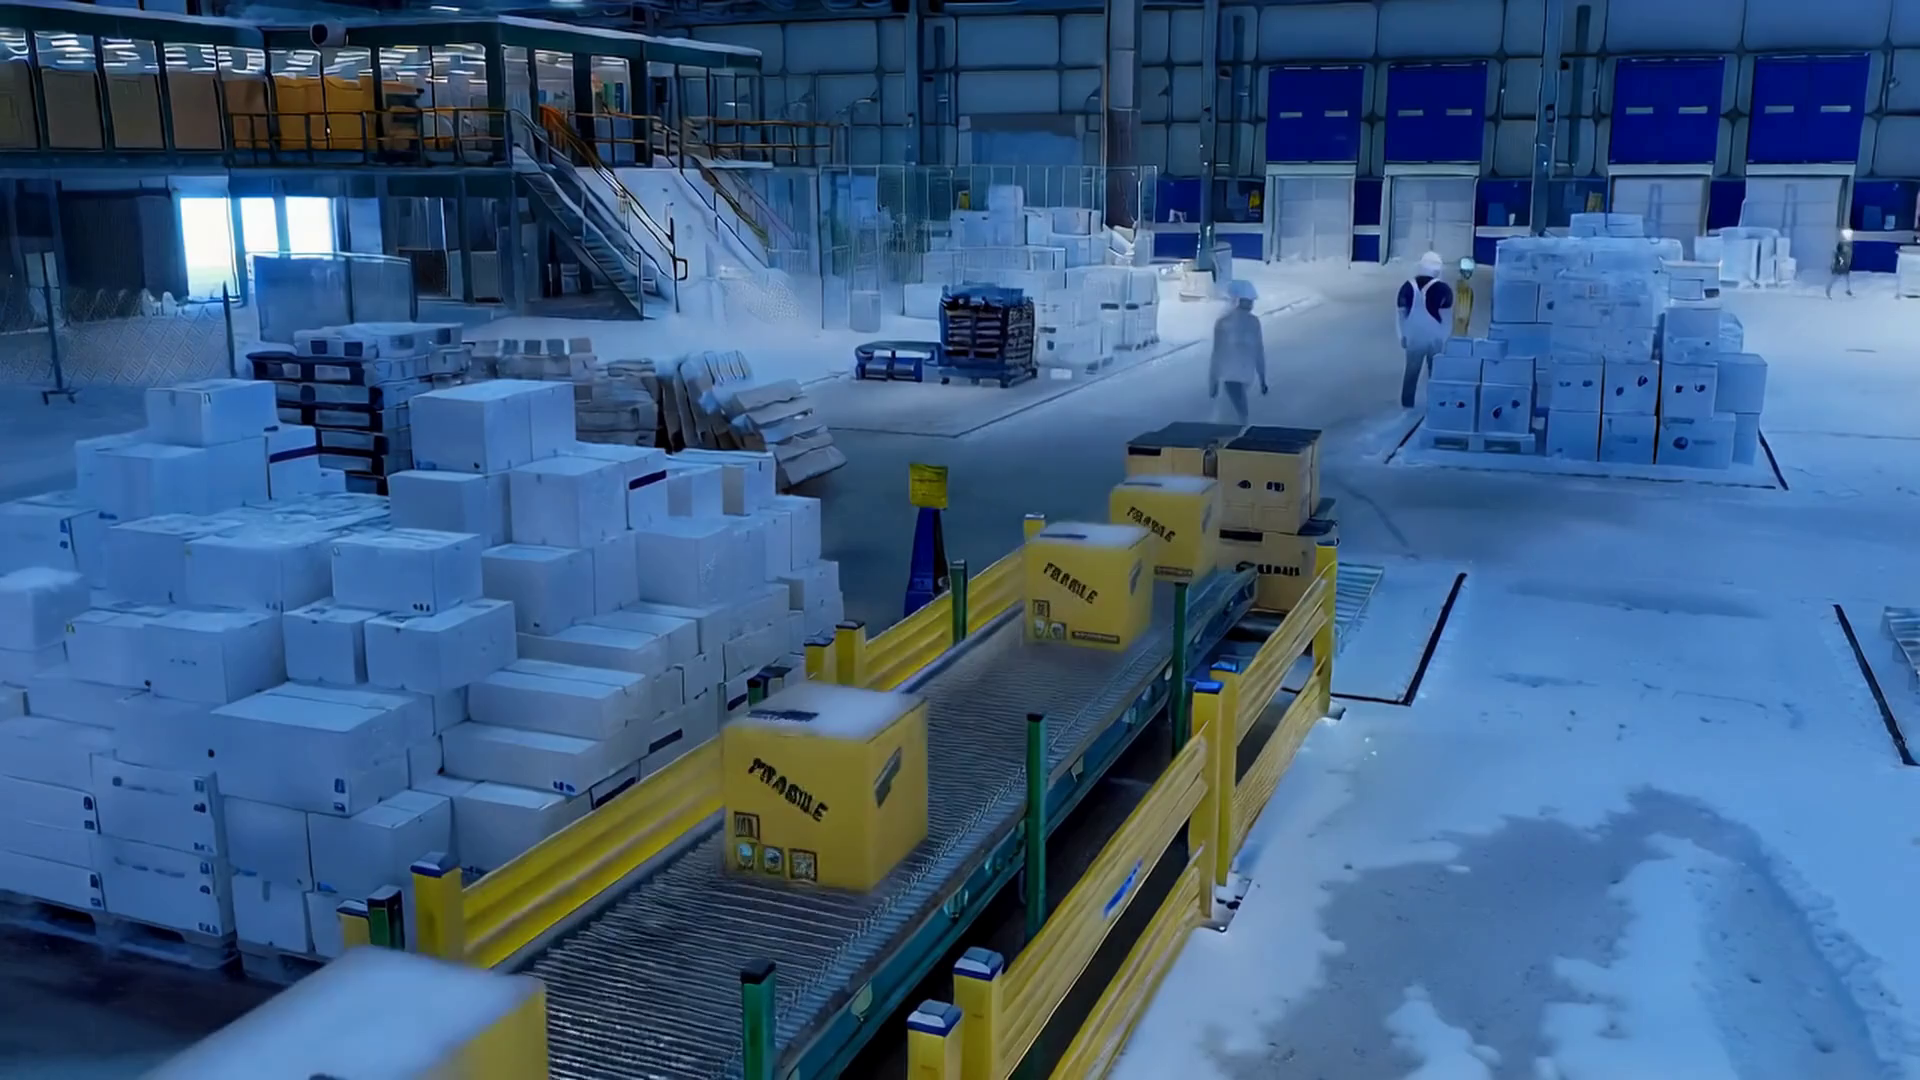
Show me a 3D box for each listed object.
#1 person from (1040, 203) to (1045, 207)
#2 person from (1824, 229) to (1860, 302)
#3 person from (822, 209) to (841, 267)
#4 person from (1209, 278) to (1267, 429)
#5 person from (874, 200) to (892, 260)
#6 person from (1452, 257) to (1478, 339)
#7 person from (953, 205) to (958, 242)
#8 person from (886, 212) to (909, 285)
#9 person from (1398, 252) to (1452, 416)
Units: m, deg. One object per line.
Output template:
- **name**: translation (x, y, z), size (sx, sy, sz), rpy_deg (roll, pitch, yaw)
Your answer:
- **person**: translation (2.668, -9.915, 53.770), size (0.606, 1.948, 0.391), rpy_deg (0, 13, 1)
- **person**: translation (20.339, -6.318, 38.265), size (0.550, 1.653, 0.850), rpy_deg (-6, 14, -25)
- **person**: translation (-4.036, -9.400, 51.824), size (0.640, 1.786, 1.018), rpy_deg (-5, 13, -20)
- **person**: translation (2.740, -1.670, 16.798), size (0.626, 1.955, 0.997), rpy_deg (-11, 17, -41)
- **person**: translation (-2.587, -10.383, 55.759), size (0.612, 1.996, 0.388), rpy_deg (8, 15, 30)
- **person**: translation (7.287, -3.199, 24.059), size (0.312, 1.769, 0.525), rpy_deg (0, 13, -1)
- **person**: translation (-0.084, -9.448, 51.778), size (0.562, 1.911, 0.592), rpy_deg (7, 14, 28)
- **person**: translation (-1.683, -7.654, 43.698), size (0.580, 1.909, 0.815), rpy_deg (4, 13, 16)
- **person**: translation (5.738, -2.525, 20.411), size (0.678, 2.000, 0.537), rpy_deg (11, 17, 42)
